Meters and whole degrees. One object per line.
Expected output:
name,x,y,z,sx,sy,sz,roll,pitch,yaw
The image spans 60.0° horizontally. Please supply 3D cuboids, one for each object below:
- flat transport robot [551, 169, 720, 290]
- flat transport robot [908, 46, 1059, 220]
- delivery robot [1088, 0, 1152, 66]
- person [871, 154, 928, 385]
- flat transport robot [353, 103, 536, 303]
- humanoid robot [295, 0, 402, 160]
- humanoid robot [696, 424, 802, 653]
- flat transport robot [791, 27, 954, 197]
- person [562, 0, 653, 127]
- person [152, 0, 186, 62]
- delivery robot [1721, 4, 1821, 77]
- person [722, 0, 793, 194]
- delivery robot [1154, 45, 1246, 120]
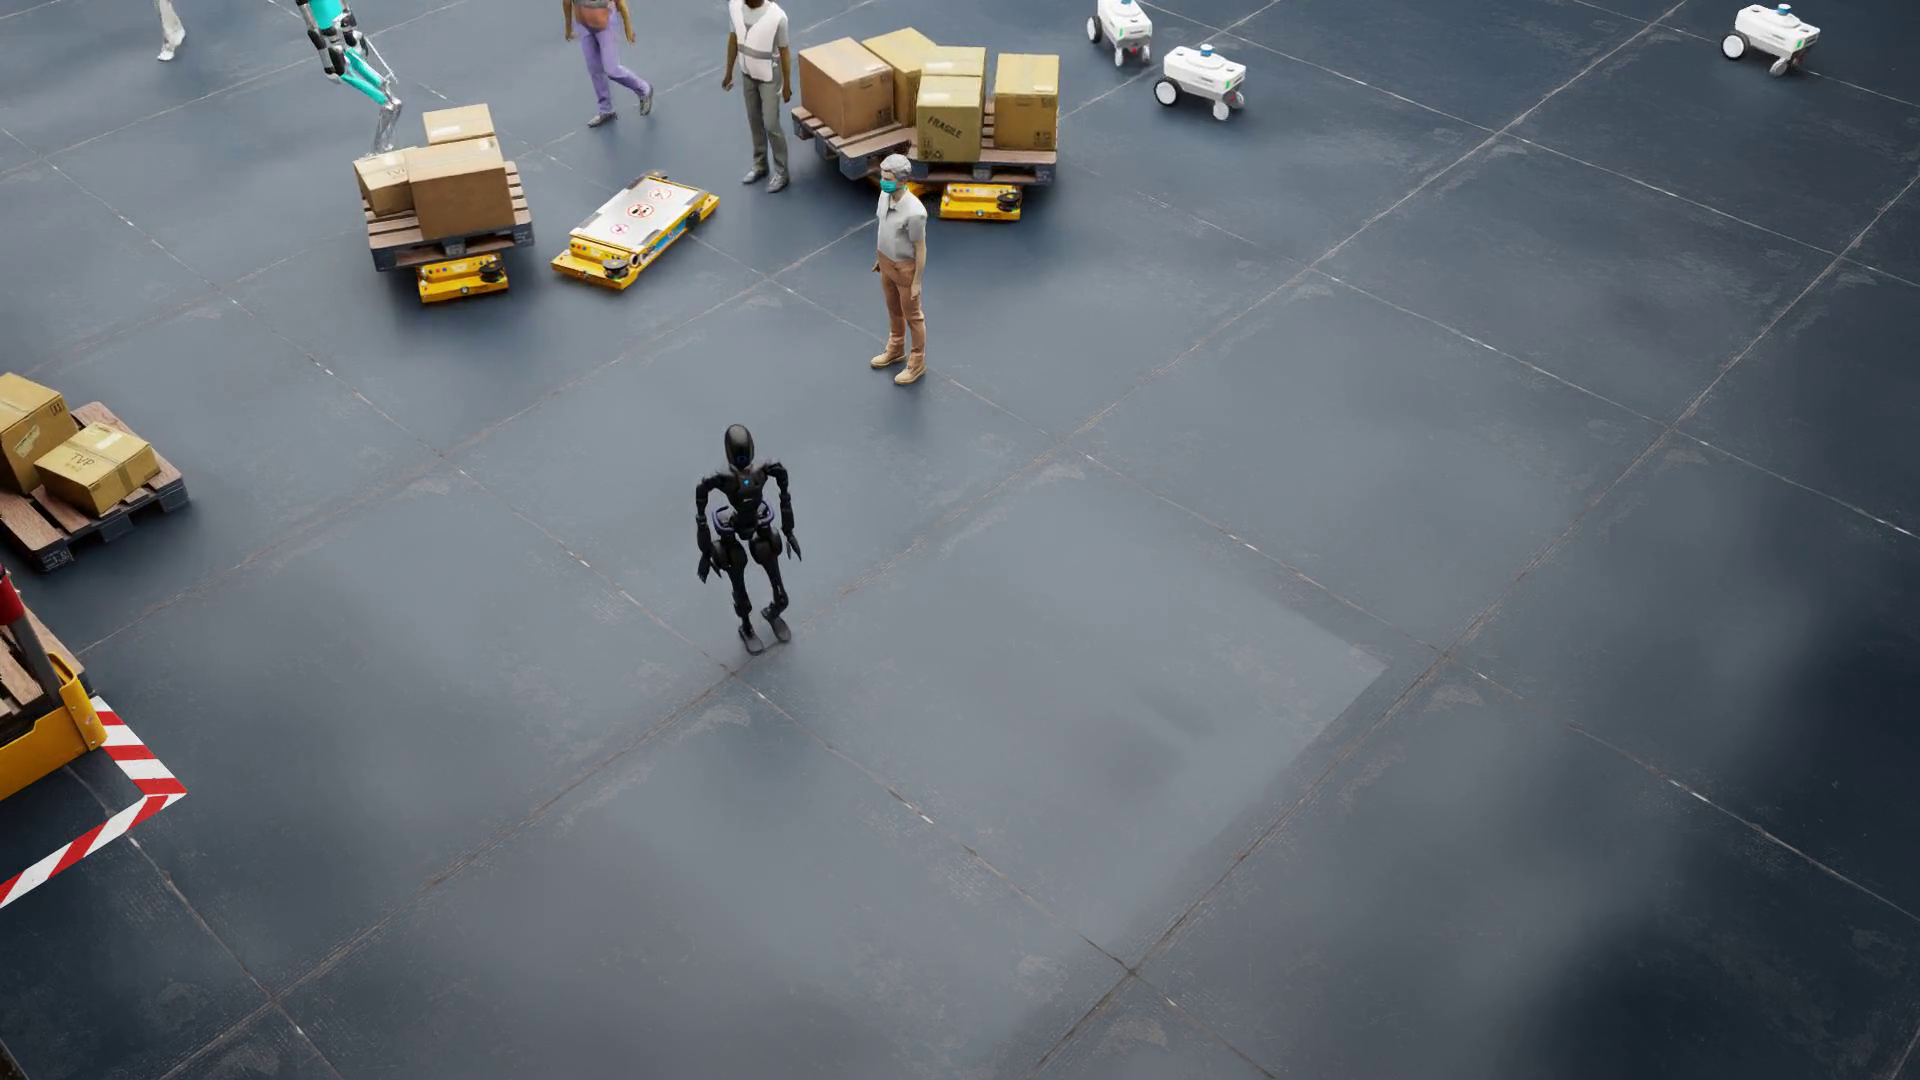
flat transport robot,-2.580,-2.499,13.304,0.659,0.231,1.431,18,45,19
flat transport robot,0.204,-3.147,14.024,0.659,0.231,1.431,2,42,3
delivery robot,1.549,-4.875,15.725,0.499,0.587,0.788,-10,43,-11
person,-0.423,-1.883,11.514,0.315,1.746,0.489,-29,49,-28
flat transport robot,-4.012,-2.373,13.164,0.659,0.231,1.431,-13,44,-14
humanoid robot,-5.016,-3.998,13.899,0.782,1.789,0.566,12,43,13
humanoid robot,-1.210,0.008,9.464,0.608,1.643,0.335,-16,44,-17
flat transport robot,-0.660,-3.349,14.248,0.659,0.231,1.431,-24,47,-24
person,-3.092,-4.467,14.338,0.595,1.821,0.542,20,46,21
person,-7.553,-5.238,15.348,0.521,1.593,0.827,3,42,3
delivery robot,7.587,-4.718,15.561,0.513,0.601,0.773,-26,48,-26
person,-1.629,-3.754,13.533,0.586,1.836,0.481,28,49,28
delivery robot,2.164,-4.148,14.933,0.799,0.608,0.499,27,48,26
